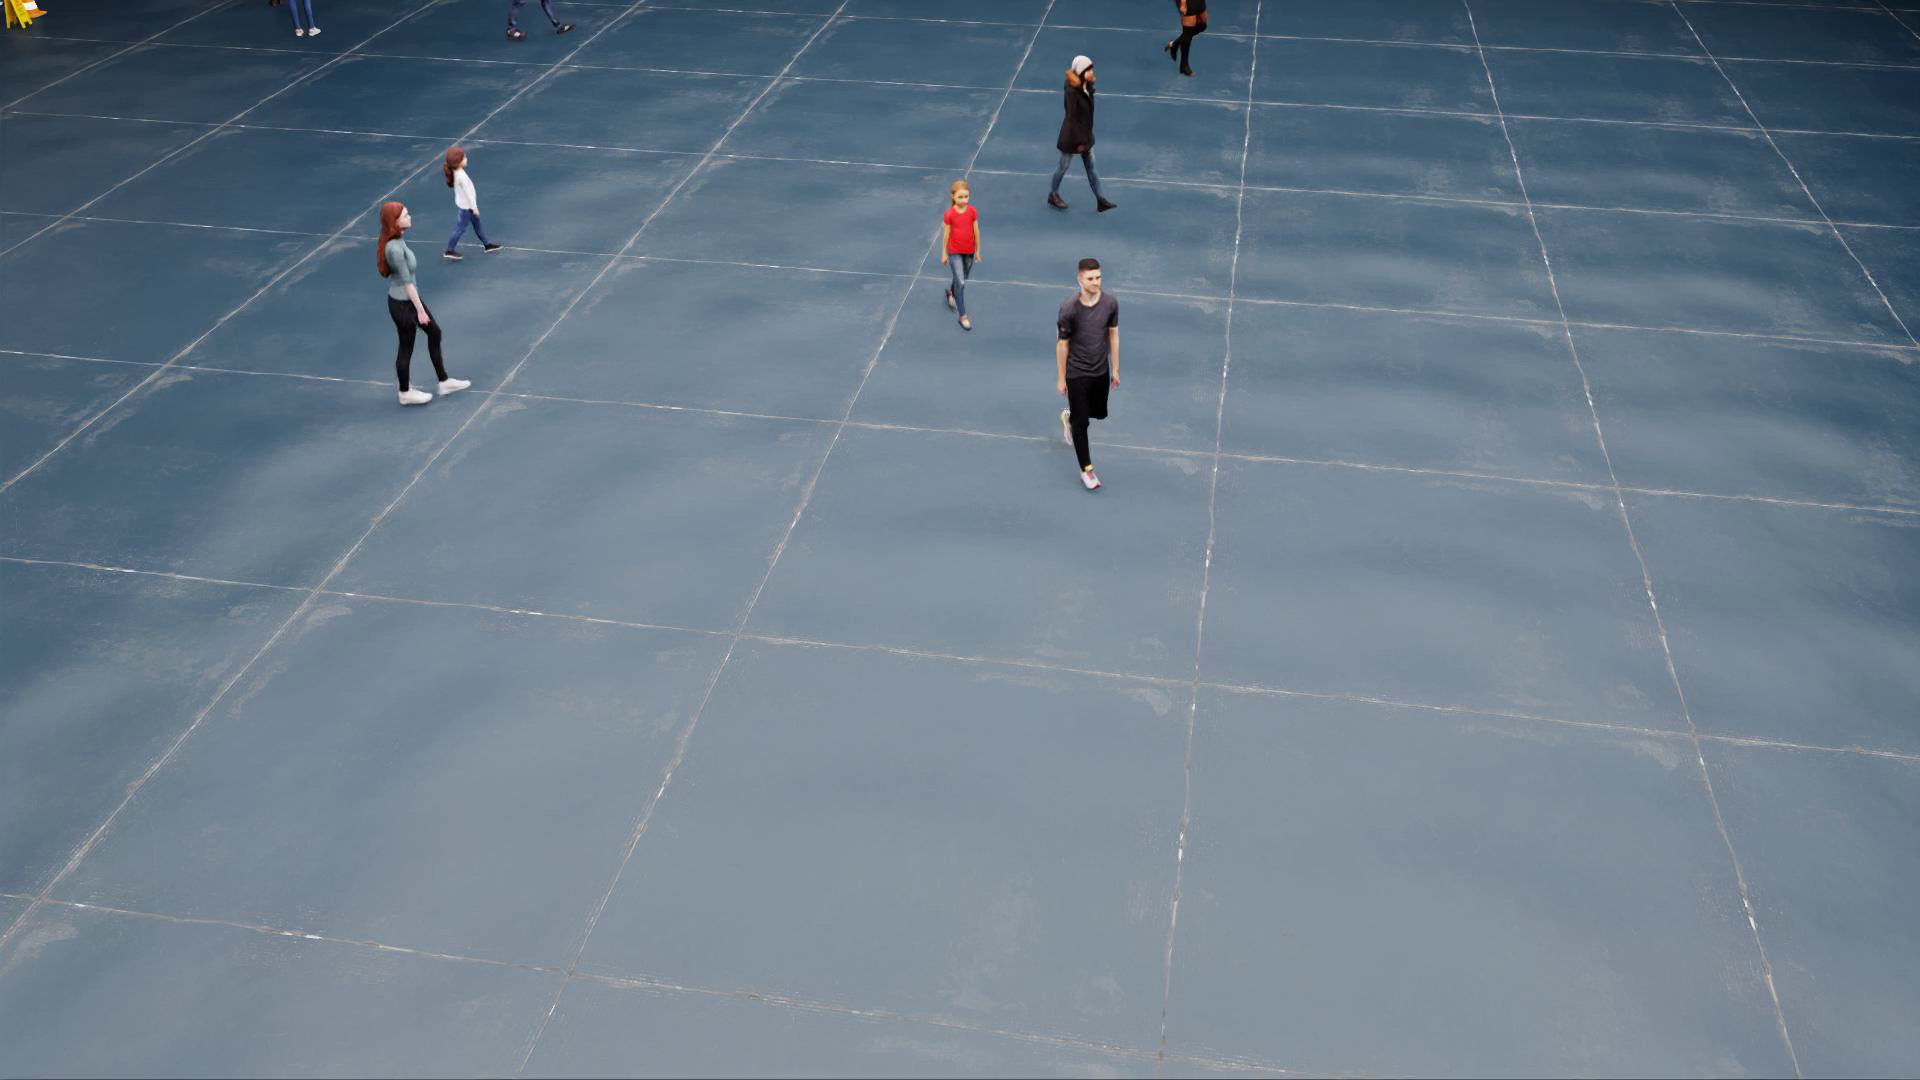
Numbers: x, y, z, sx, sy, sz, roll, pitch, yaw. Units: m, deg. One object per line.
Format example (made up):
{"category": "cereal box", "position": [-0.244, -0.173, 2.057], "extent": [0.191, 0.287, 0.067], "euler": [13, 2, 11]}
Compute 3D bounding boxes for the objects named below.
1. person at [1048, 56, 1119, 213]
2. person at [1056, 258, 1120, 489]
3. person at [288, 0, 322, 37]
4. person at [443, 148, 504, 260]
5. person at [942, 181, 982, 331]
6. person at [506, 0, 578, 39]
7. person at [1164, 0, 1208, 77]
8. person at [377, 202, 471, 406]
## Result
{"category": "person", "position": [1.121, -4.121, 16.981], "extent": [1.134, 1.592, 0.946], "euler": [23, 39, 32]}
{"category": "person", "position": [0.920, -1.285, 12.339], "extent": [1.055, 1.749, 1.026], "euler": [-11, 34, -17]}
{"category": "person", "position": [-9.091, -7.760, 22.610], "extent": [0.503, 1.742, 0.667], "euler": [0, 32, -1]}
{"category": "person", "position": [-4.830, -3.227, 16.040], "extent": [0.852, 1.084, 0.727], "euler": [-15, 35, -23]}
{"category": "person", "position": [-0.016, -2.587, 14.836], "extent": [0.890, 1.287, 0.849], "euler": [-13, 34, -19]}
{"category": "person", "position": [-5.912, -7.629, 22.332], "extent": [1.246, 1.816, 0.843], "euler": [-1, 32, -2]}
{"category": "person", "position": [2.839, -6.812, 21.014], "extent": [0.898, 1.840, 0.820], "euler": [21, 38, 30]}
{"category": "person", "position": [-4.491, -1.848, 13.253], "extent": [0.929, 1.725, 0.821], "euler": [-9, 33, -15]}
